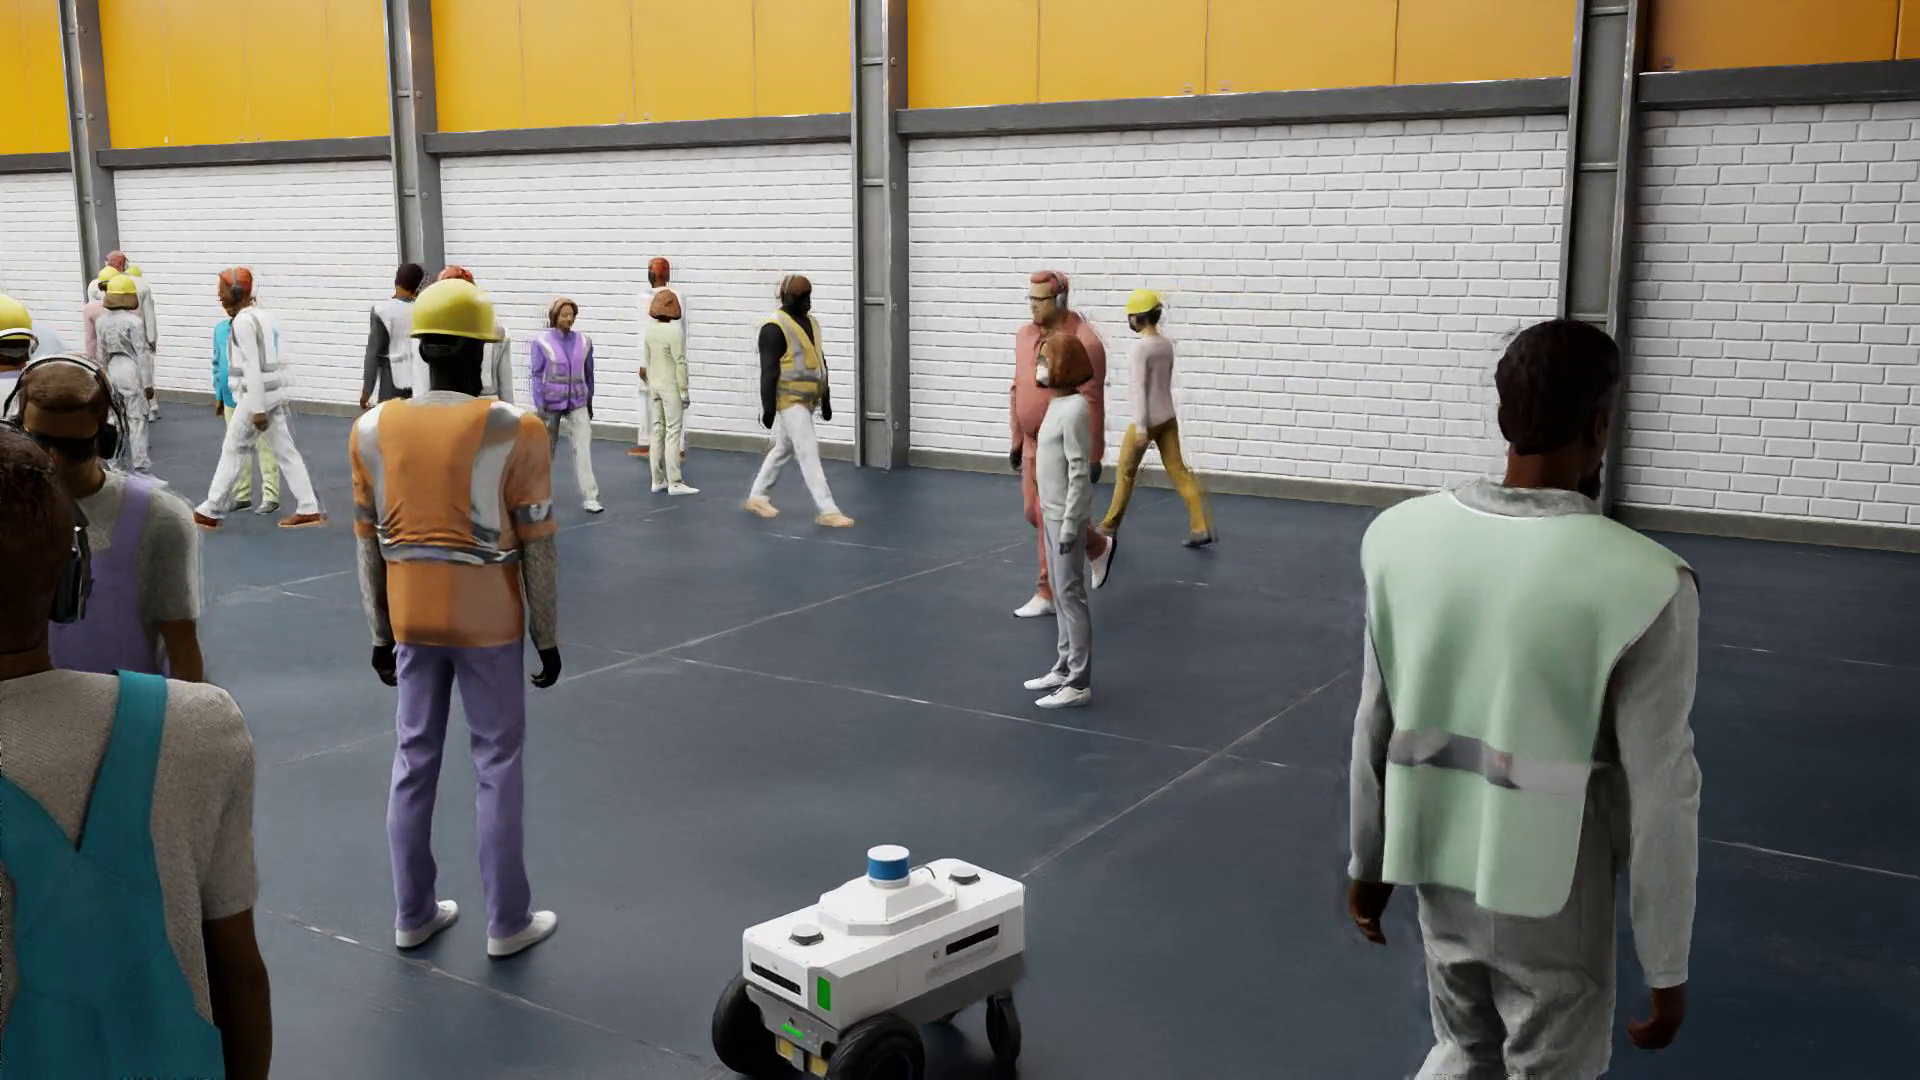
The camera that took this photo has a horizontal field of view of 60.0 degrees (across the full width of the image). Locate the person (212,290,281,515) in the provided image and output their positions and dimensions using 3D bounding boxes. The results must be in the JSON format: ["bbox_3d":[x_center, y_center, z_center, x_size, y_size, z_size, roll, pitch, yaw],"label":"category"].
[{"bbox_3d":[-5.291,-1.061,12.300,0.561,1.753,0.331,3,11,18],"label":"person"}]

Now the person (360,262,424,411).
[{"bbox_3d":[-4.125,-1.135,12.397,0.749,1.862,0.621,5,11,24],"label":"person"}]

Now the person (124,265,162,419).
[{"bbox_3d":[-9.397,-2.253,18.915,0.633,1.746,0.535,10,14,44],"label":"person"}]

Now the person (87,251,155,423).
[{"bbox_3d":[-9.229,-2.227,18.341,0.652,1.906,0.403,-6,12,-32],"label":"person"}]

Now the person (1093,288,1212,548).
[{"bbox_3d":[1.273,-0.800,10.975,0.947,1.715,0.543,8,13,38],"label":"person"}]

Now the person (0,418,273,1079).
[{"bbox_3d":[-0.997,0.781,1.846,0.344,1.847,0.506,7,12,34],"label":"person"}]

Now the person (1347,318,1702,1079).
[{"bbox_3d":[0.911,0.584,2.785,0.487,1.897,0.623,-9,13,-40],"label":"person"}]

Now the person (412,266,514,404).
[{"bbox_3d":[-2.793,-0.599,9.412,0.580,1.878,0.345,-8,13,-39],"label":"person"}]

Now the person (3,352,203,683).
[{"bbox_3d":[-1.926,0.499,3.569,0.584,1.784,0.927,-2,10,-11],"label":"person"}]

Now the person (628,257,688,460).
[{"bbox_3d":[-2.817,-1.671,15.375,0.743,1.859,0.596,9,14,41],"label":"person"}]

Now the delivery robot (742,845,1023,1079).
[{"bbox_3d":[-0.172,0.984,4.035,0.707,0.478,0.477,-10,14,-44],"label":"delivery robot"}]

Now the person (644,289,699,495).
[{"bbox_3d":[-2.323,-1.178,13.278,0.281,1.636,0.500,-10,14,-43],"label":"person"}]

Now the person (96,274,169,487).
[{"bbox_3d":[-6.795,-1.289,13.604,0.490,1.745,0.320,4,11,20],"label":"person"}]

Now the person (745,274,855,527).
[{"bbox_3d":[-1.186,-1.001,11.911,0.975,1.790,0.630,4,11,22],"label":"person"}]

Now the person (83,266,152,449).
[{"bbox_3d":[-8.082,-1.726,15.949,0.527,1.772,0.306,-3,11,-14],"label":"person"}]

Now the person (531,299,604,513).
[{"bbox_3d":[-2.991,-1.018,12.522,0.531,1.592,0.893,-7,12,-35],"label":"person"}]

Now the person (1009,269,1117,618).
[{"bbox_3d":[0.581,-0.536,9.054,0.707,1.875,0.629,-7,12,-32],"label":"person"}]

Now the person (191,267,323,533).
[{"bbox_3d":[-4.958,-0.957,11.529,0.995,1.819,0.599,-1,10,-6],"label":"person"}]

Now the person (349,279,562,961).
[{"bbox_3d":[-1.416,0.225,4.738,0.588,1.916,0.414,2,10,11],"label":"person"}]

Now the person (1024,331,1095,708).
[{"bbox_3d":[0.445,-0.090,7.254,0.274,1.633,0.507,-1,10,-6],"label":"person"}]
